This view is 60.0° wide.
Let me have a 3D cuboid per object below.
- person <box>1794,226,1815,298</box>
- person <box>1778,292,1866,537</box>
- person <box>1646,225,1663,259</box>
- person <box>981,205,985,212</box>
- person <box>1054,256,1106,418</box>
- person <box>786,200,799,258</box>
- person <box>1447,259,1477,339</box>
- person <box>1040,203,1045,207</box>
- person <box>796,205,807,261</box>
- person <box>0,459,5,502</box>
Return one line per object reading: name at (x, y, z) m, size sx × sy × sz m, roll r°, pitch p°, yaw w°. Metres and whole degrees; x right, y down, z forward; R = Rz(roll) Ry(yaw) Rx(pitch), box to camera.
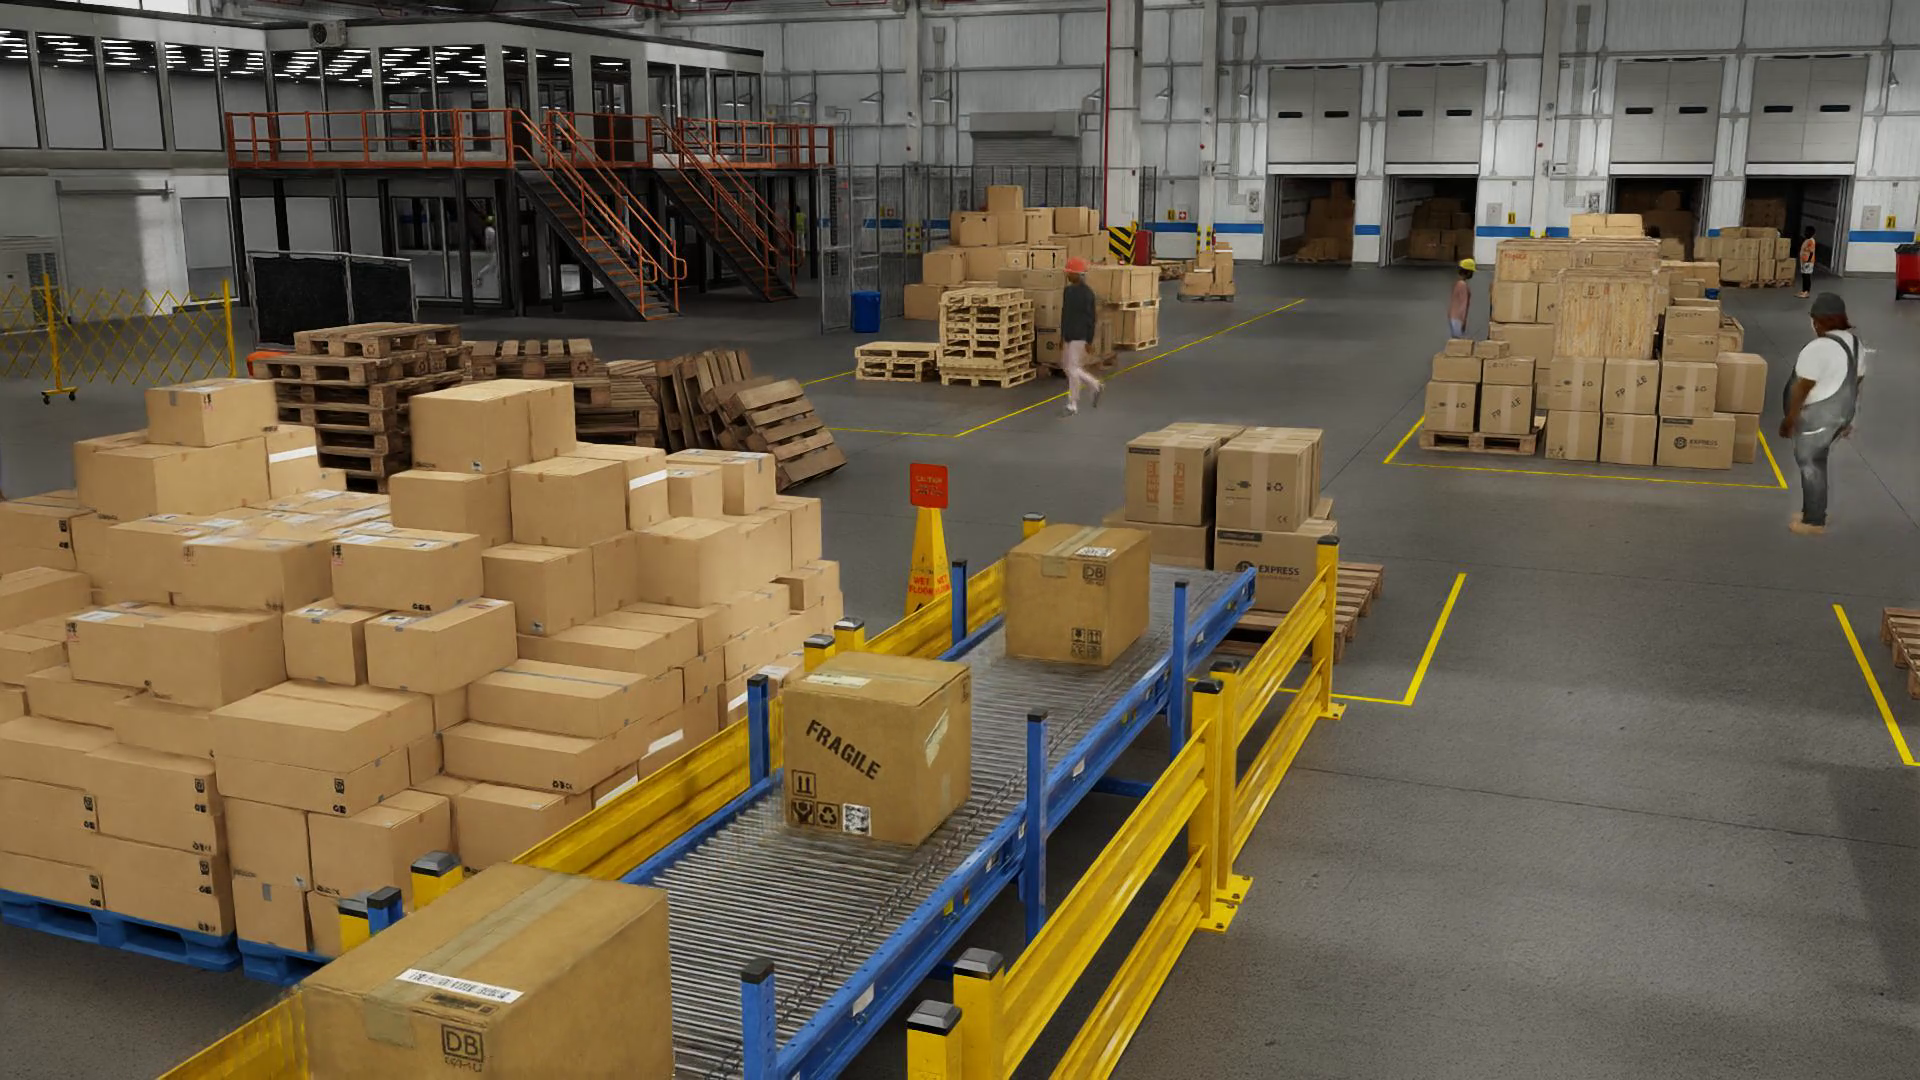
person at (20.027, -6.573, 39.347) m, size 0.316 × 1.696 × 0.540 m, roll 2°, pitch 13°, yaw 11°
person at (7.092, -1.061, 13.843) m, size 0.686 × 2.000 × 0.613 m, roll -9°, pitch 15°, yaw -34°
person at (15.183, -6.041, 36.706) m, size 0.861 × 1.812 × 0.632 m, roll 6°, pitch 14°, yaw 24°
person at (0.708, -9.278, 50.935) m, size 0.553 × 1.935 × 0.363 m, roll -2°, pitch 13°, yaw -10°
person at (1.487, -2.502, 20.454) m, size 0.706 × 1.977 × 0.628 m, roll -6°, pitch 14°, yaw -25°
person at (-5.686, -10.637, 56.922) m, size 0.472 × 1.976 × 0.654 m, roll 3°, pitch 13°, yaw 12°
person at (7.243, -3.191, 24.055) m, size 0.361 × 1.746 × 0.537 m, roll 0°, pitch 13°, yaw -1°
person at (2.671, -9.916, 53.773) m, size 0.612 × 1.947 × 0.388 m, roll 0°, pitch 13°, yaw 1°
person at (-5.381, -10.172, 55.174) m, size 0.625 × 1.841 × 0.429 m, roll -7°, pitch 15°, yaw -30°
person at (-6.630, -0.382, 10.927) m, size 0.629 × 2.004 × 1.050 m, roll -6°, pitch 14°, yaw -25°
